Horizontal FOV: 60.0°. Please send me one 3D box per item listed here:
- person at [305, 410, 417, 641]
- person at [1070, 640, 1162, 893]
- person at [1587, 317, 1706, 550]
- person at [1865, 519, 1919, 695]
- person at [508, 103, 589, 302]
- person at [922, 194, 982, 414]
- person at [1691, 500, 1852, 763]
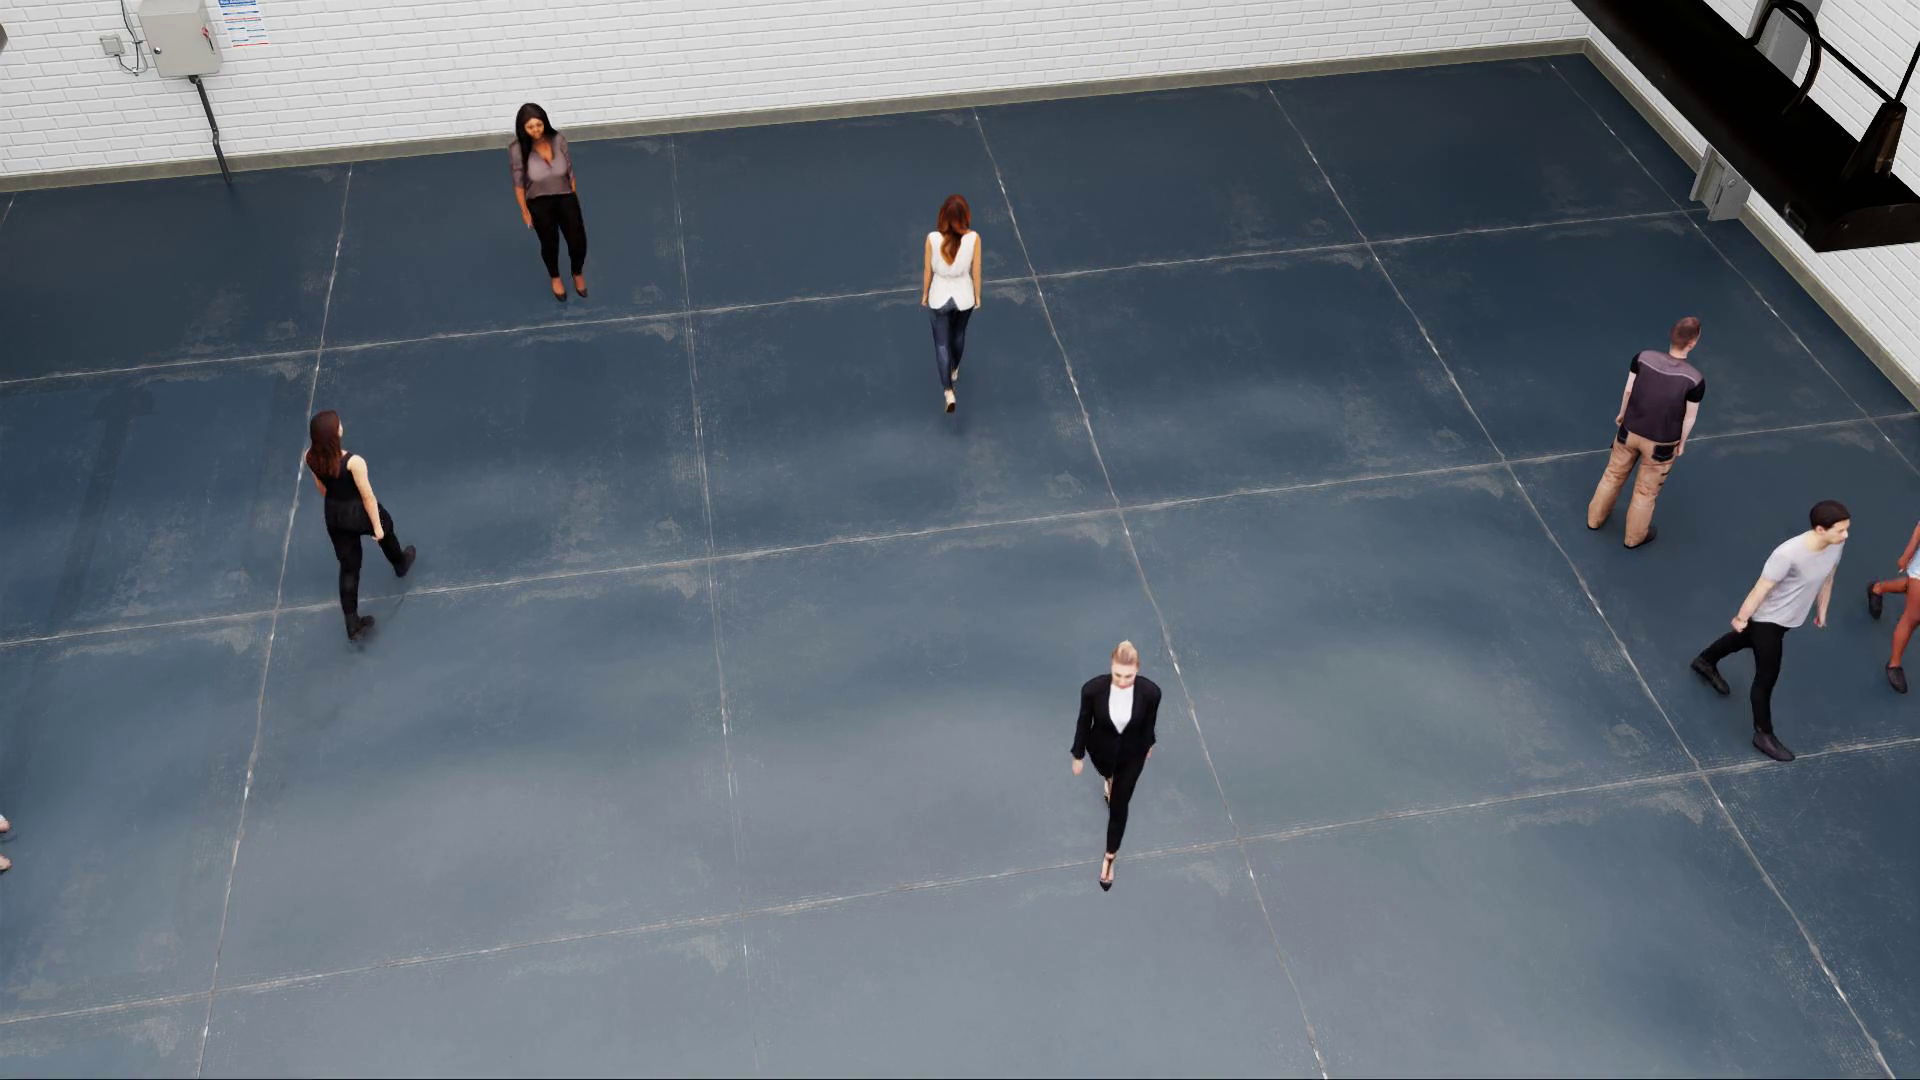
[{"bbox_3d":[-3.988,-0.087,10.833,0.875,1.646,1.229,8,44,8],"label":"person"},{"bbox_3d":[0.890,1.148,9.523,0.852,1.665,1.156,5,44,5],"label":"person"},{"bbox_3d":[4.716,-0.743,11.379,0.835,1.844,0.729,-33,53,-30],"label":"person"},{"bbox_3d":[6.179,0.084,10.609,0.678,1.708,1.149,-2,44,-3],"label":"person"},{"bbox_3d":[-3.355,-2.760,13.509,0.758,1.825,0.773,-20,47,-20],"label":"person"},{"bbox_3d":[-0.067,-1.754,12.500,0.674,1.761,1.057,-2,44,-2],"label":"person"},{"bbox_3d":[4.939,0.396,10.200,0.936,1.821,1.256,-20,47,-20],"label":"person"}]
